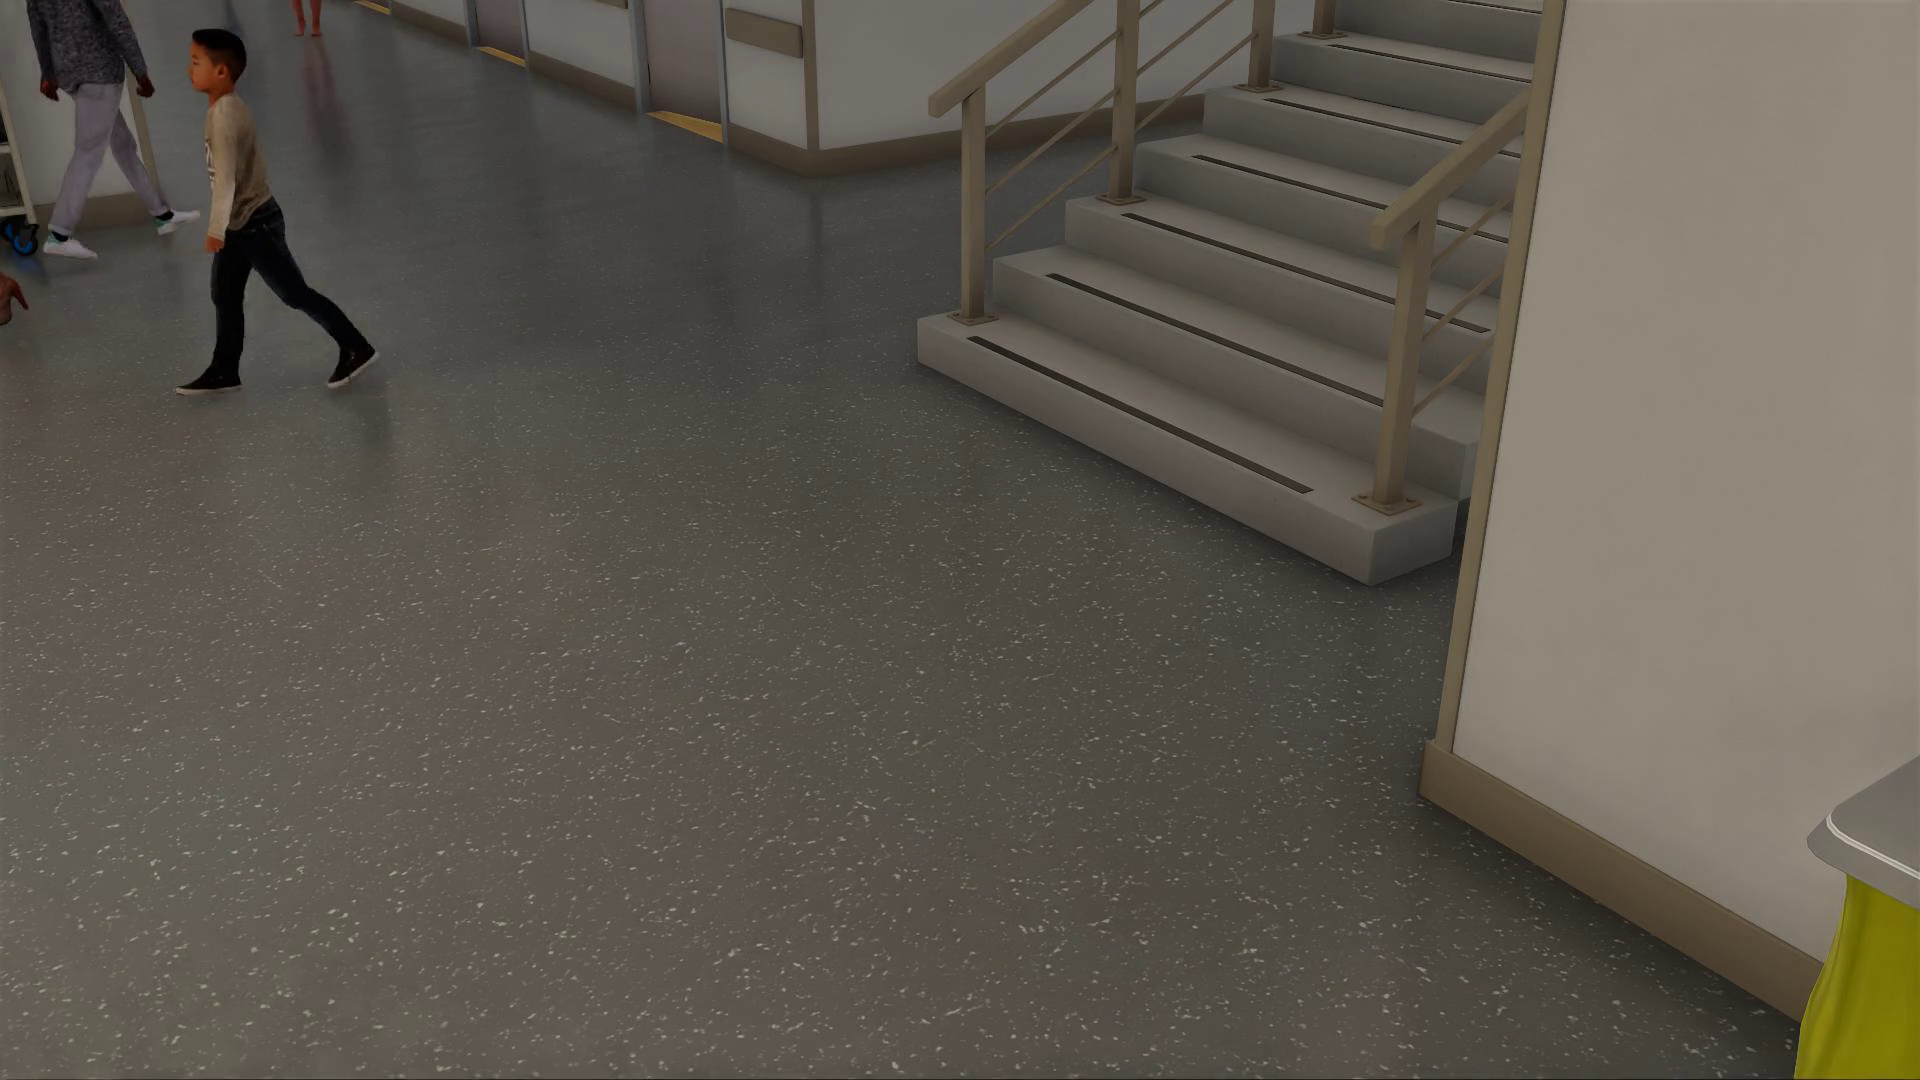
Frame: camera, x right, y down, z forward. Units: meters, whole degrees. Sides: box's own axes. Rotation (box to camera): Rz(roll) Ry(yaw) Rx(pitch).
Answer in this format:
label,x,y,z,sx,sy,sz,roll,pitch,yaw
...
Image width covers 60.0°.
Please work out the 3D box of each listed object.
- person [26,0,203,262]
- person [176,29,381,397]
label,x,y,z,sx,sy,sz,roll,pitch,yaw
person,-4.439,-2.289,8.320,1.076,1.799,1.316,13,29,25
person,-2.738,-1.264,6.606,1.024,1.442,0.621,-14,29,-26
